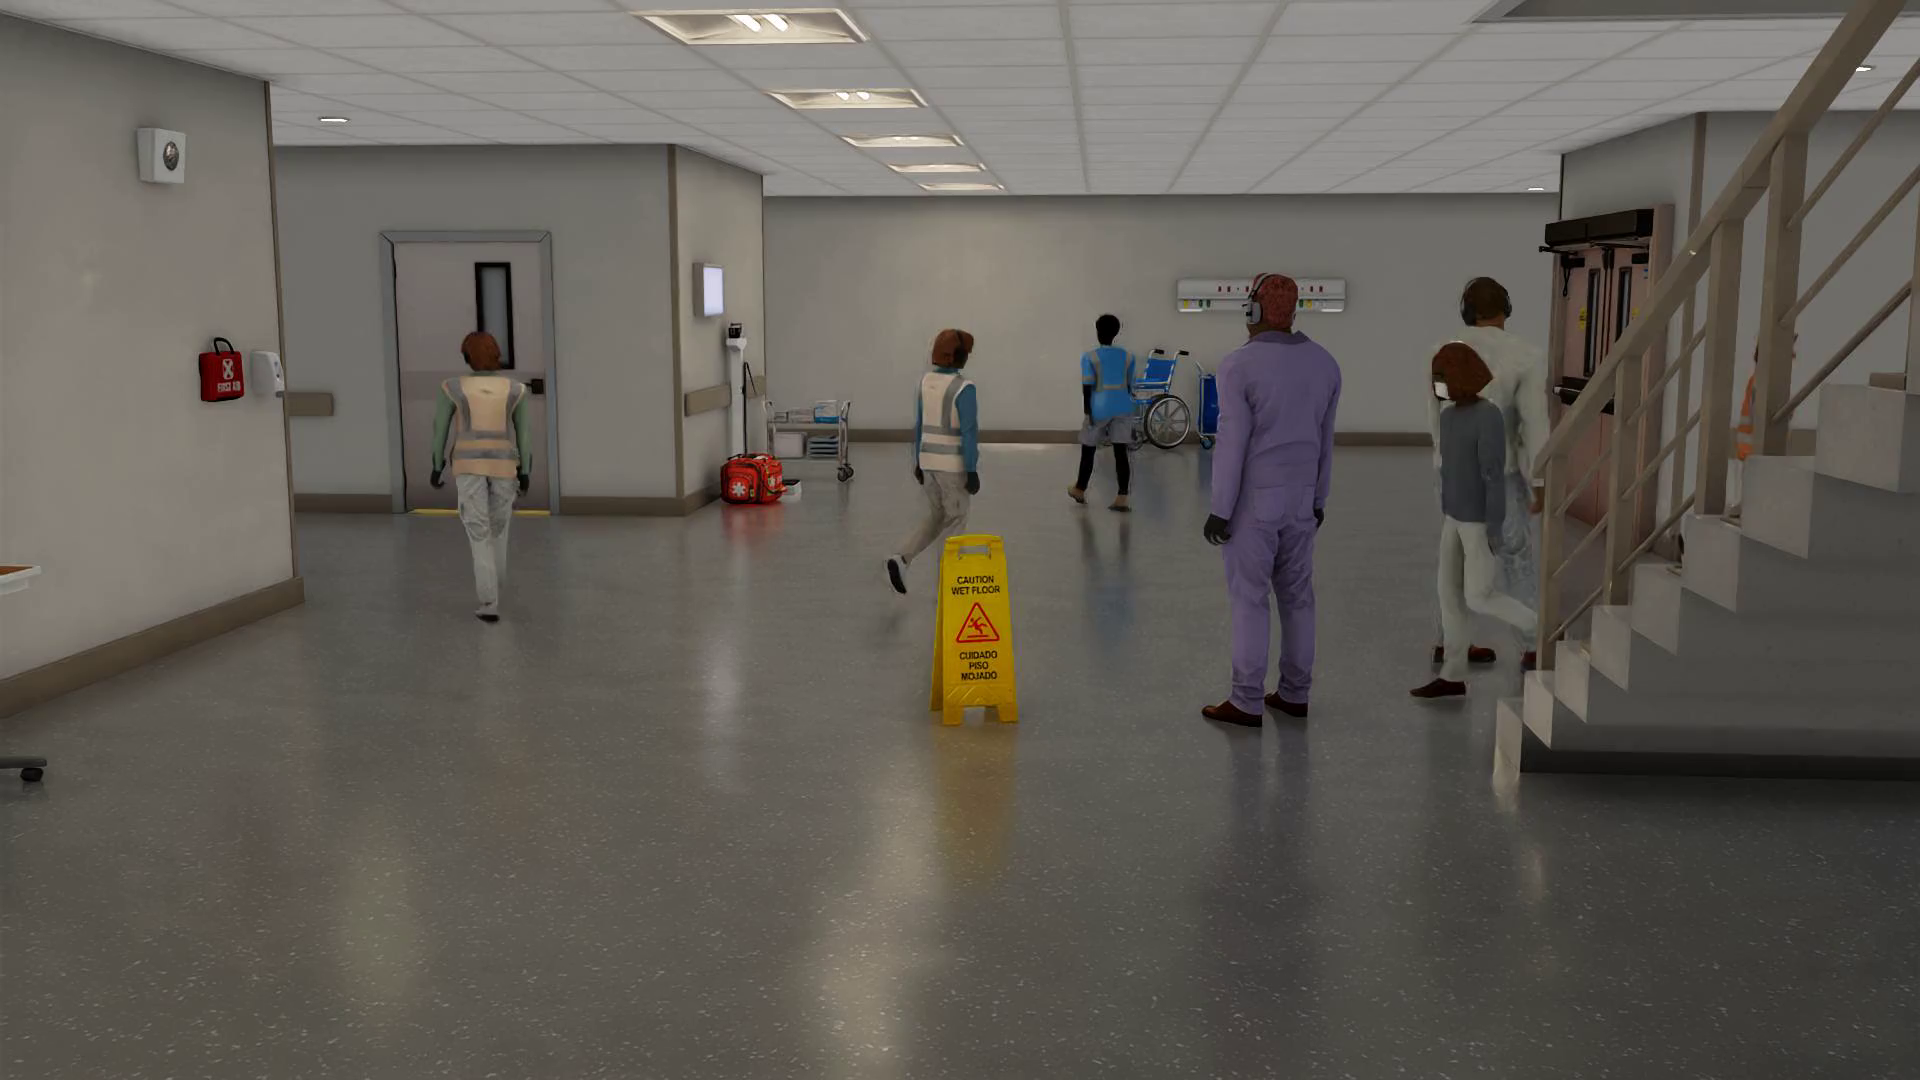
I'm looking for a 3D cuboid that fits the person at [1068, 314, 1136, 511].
[{"bbox_3d":[1.234,-1.090,14.181,0.547,1.650,0.879,-3,9,-20],"label":"person"}]

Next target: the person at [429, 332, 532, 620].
[{"bbox_3d":[-2.743,-0.376,9.505,0.530,1.603,0.831,-5,10,-31],"label":"person"}]

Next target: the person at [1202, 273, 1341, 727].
[{"bbox_3d":[1.294,-0.168,7.058,0.651,1.907,0.409,-5,10,-33],"label":"person"}]

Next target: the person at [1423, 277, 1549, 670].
[{"bbox_3d":[2.562,-0.311,8.074,0.671,1.904,0.462,8,12,44],"label":"person"}]

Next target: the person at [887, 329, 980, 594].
[{"bbox_3d":[-0.121,-0.416,9.686,0.506,1.623,0.531,-6,10,-34],"label":"person"}]

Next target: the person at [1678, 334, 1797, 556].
[{"bbox_3d":[4.957,-0.520,10.470,0.671,1.618,0.517,3,9,20],"label":"person"}]

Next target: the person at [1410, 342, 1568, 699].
[{"bbox_3d":[2.371,-0.077,7.437,0.631,1.603,0.541,-1,8,-10],"label":"person"}]
